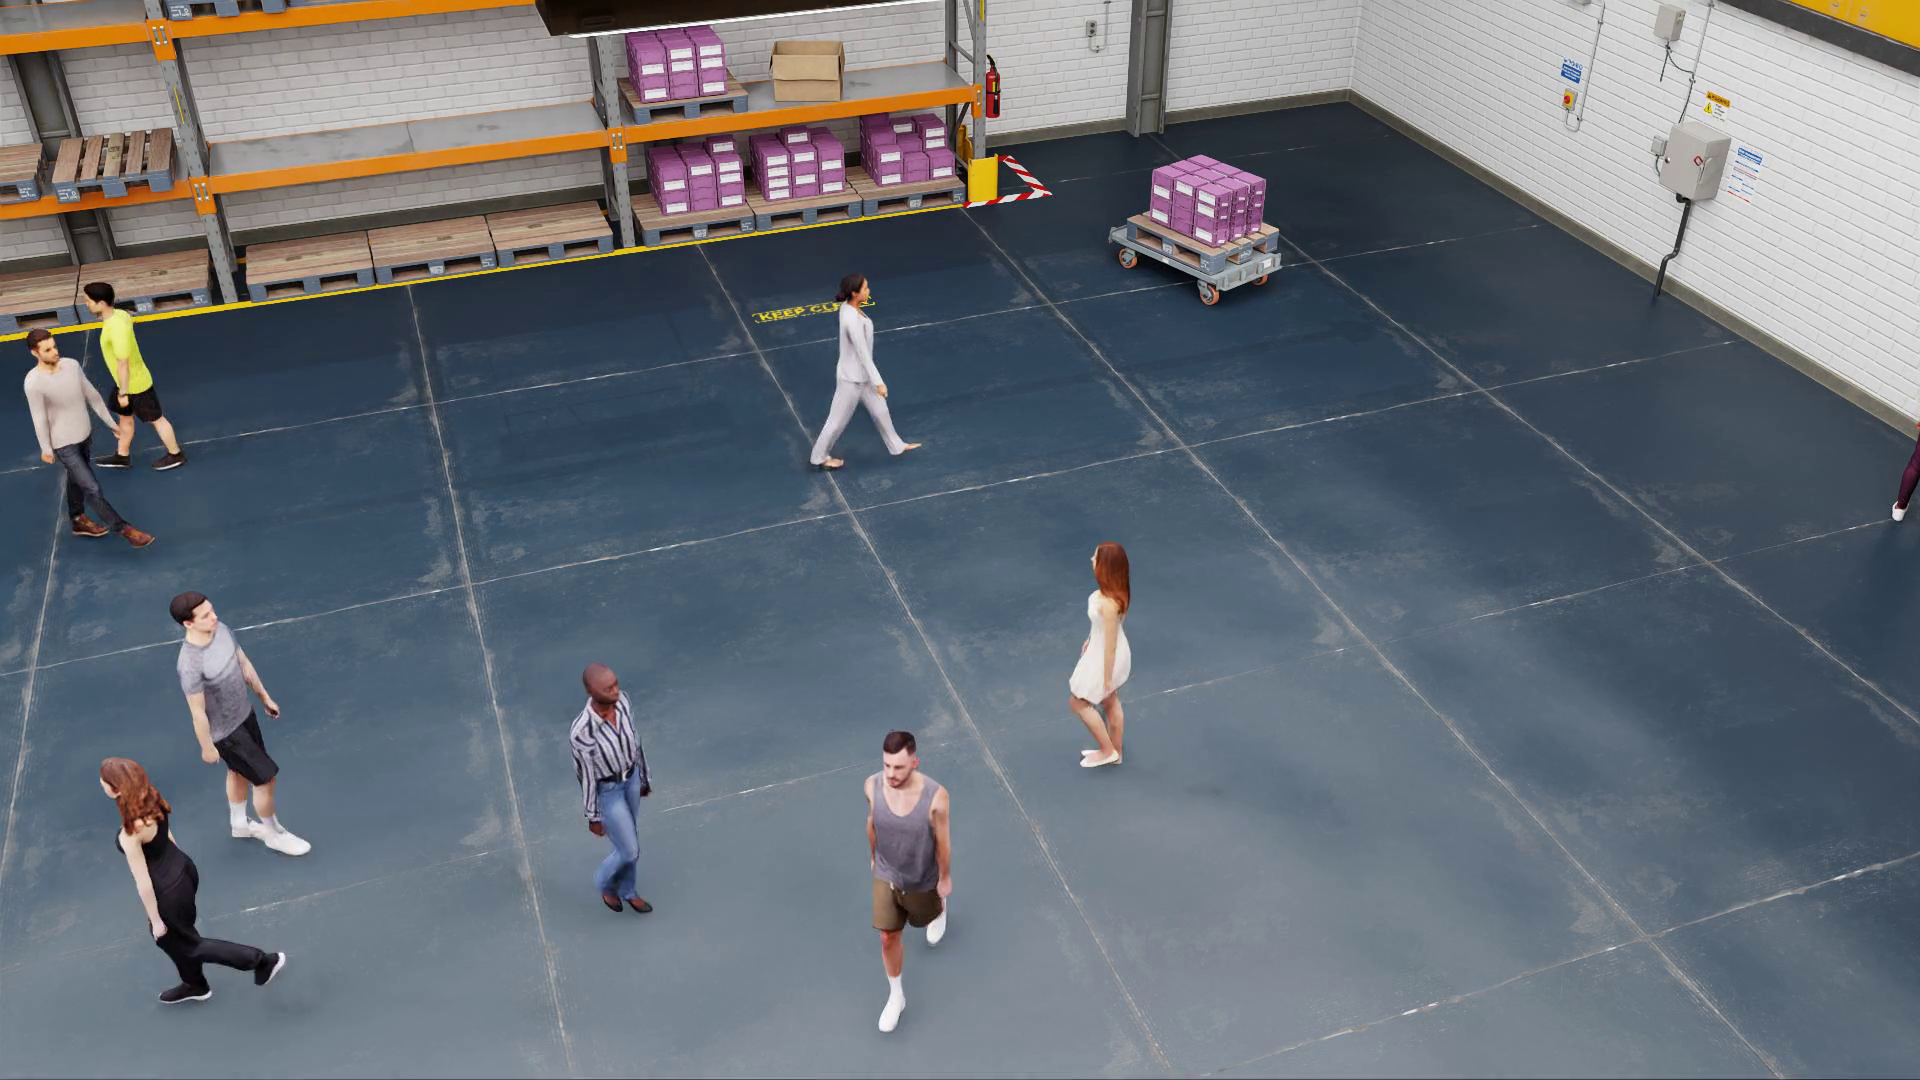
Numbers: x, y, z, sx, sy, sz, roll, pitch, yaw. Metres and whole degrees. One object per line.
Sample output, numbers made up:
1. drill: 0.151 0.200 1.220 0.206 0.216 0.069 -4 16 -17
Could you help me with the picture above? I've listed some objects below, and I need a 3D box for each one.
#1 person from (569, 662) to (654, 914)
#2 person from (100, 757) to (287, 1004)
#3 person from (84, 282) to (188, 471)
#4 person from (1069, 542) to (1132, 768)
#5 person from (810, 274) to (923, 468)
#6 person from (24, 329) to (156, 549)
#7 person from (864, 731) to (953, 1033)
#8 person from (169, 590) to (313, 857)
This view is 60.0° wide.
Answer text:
1. person: -2.018 1.405 9.337 0.817 1.784 0.761 14 36 20
2. person: -4.081 1.828 8.754 0.990 1.724 0.710 -2 34 -3
3. person: -6.662 -1.336 13.545 0.963 1.690 0.759 -19 38 -26
4. person: 1.003 0.750 10.400 0.728 1.698 0.679 10 35 14
5. person: -0.939 -1.321 13.525 1.240 1.687 0.871 -2 34 -3
6. person: -6.784 -0.768 12.568 1.219 1.825 1.077 8 34 12
7. person: -0.237 1.698 8.880 1.161 1.817 1.124 8 34 12
8. person: -4.395 1.063 9.785 0.889 1.856 0.798 0 34 0
